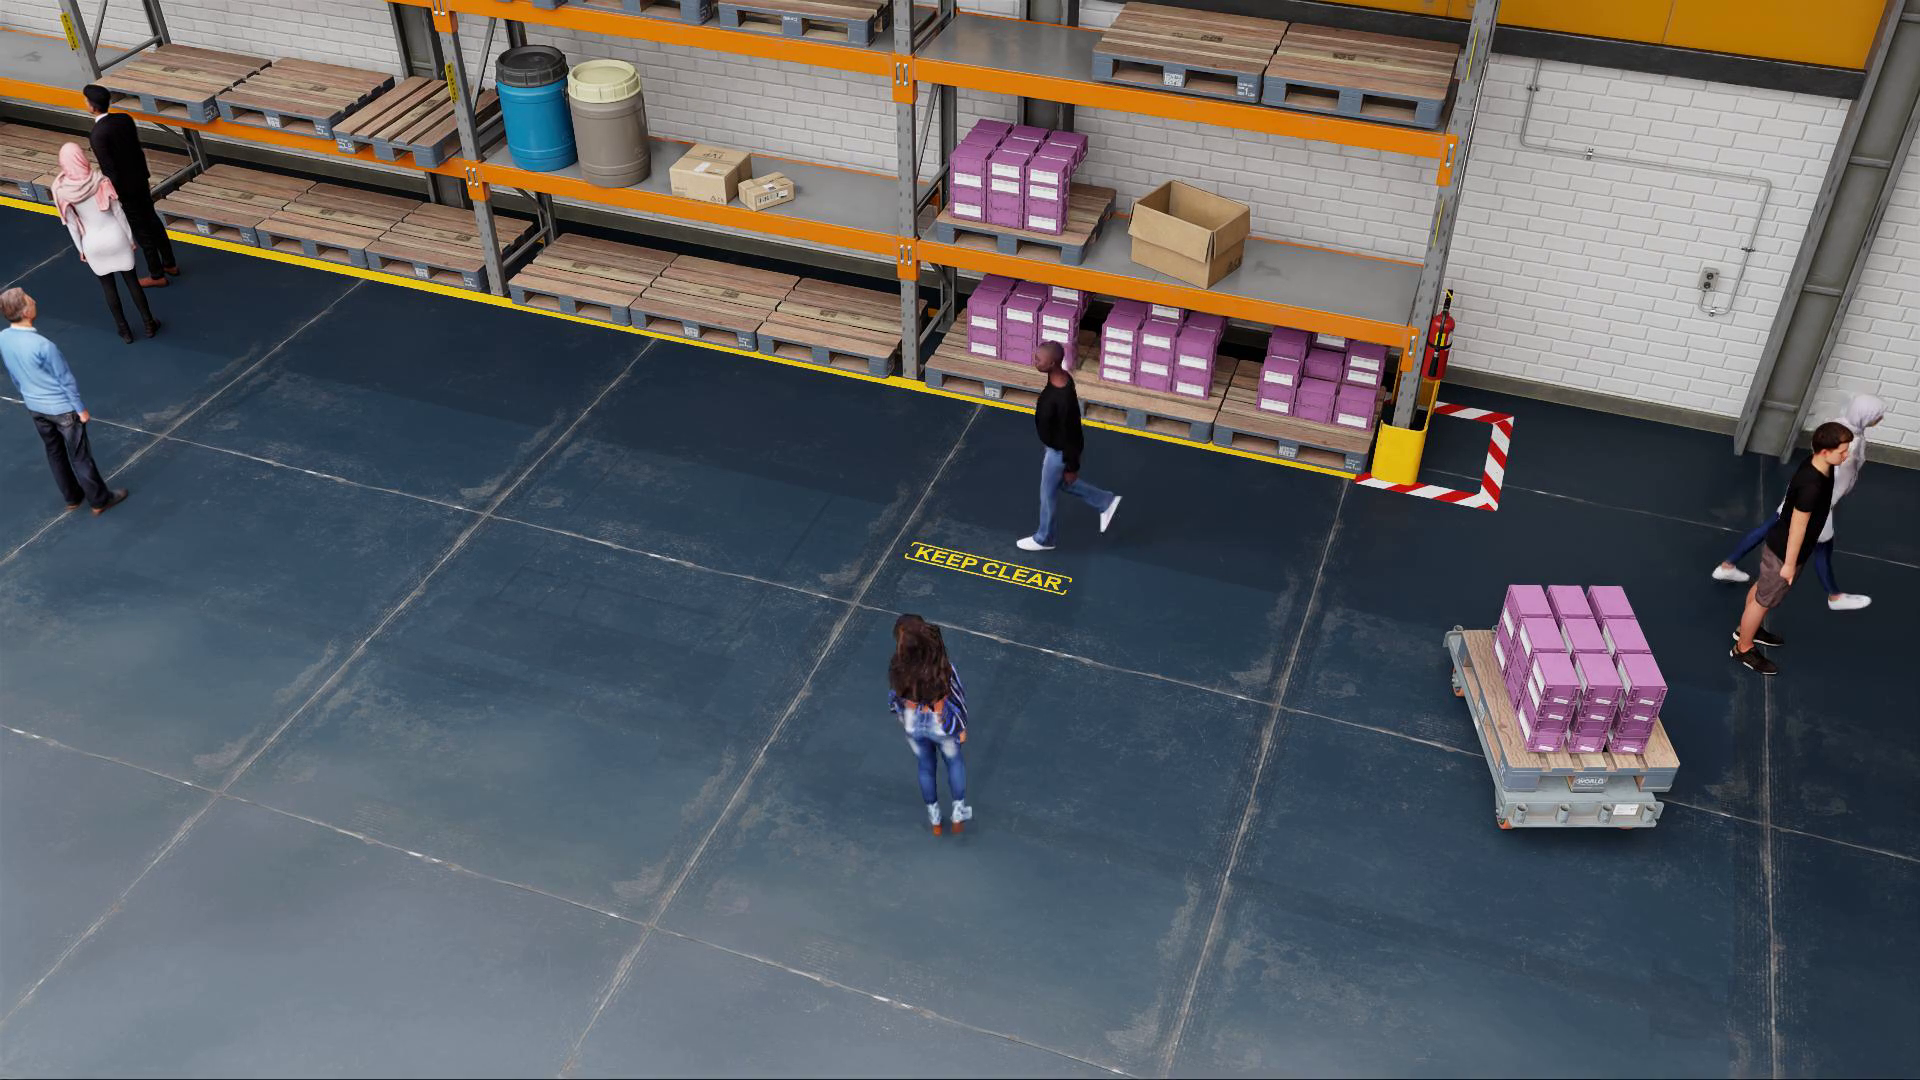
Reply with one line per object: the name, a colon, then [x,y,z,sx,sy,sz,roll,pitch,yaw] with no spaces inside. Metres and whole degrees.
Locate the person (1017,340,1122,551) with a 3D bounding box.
person: [0.797,-0.645,11.679,1.109,1.721,0.919,-6,39,-8]

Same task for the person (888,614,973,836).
person: [-0.165,1.089,9.611,0.527,1.593,0.739,18,42,21]

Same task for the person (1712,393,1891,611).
person: [5.640,-0.254,11.195,1.228,1.713,0.729,9,39,11]

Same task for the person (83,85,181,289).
person: [-7.310,-3.081,14.675,0.609,1.789,0.729,6,39,8]

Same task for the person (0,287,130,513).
person: [-6.588,-1.007,12.055,0.481,1.817,0.713,12,40,15]

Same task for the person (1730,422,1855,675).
person: [5.360,0.011,10.745,0.634,1.862,0.703,19,42,22]

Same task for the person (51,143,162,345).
person: [-7.150,-2.483,13.914,0.737,1.804,0.797,-16,41,-19]
